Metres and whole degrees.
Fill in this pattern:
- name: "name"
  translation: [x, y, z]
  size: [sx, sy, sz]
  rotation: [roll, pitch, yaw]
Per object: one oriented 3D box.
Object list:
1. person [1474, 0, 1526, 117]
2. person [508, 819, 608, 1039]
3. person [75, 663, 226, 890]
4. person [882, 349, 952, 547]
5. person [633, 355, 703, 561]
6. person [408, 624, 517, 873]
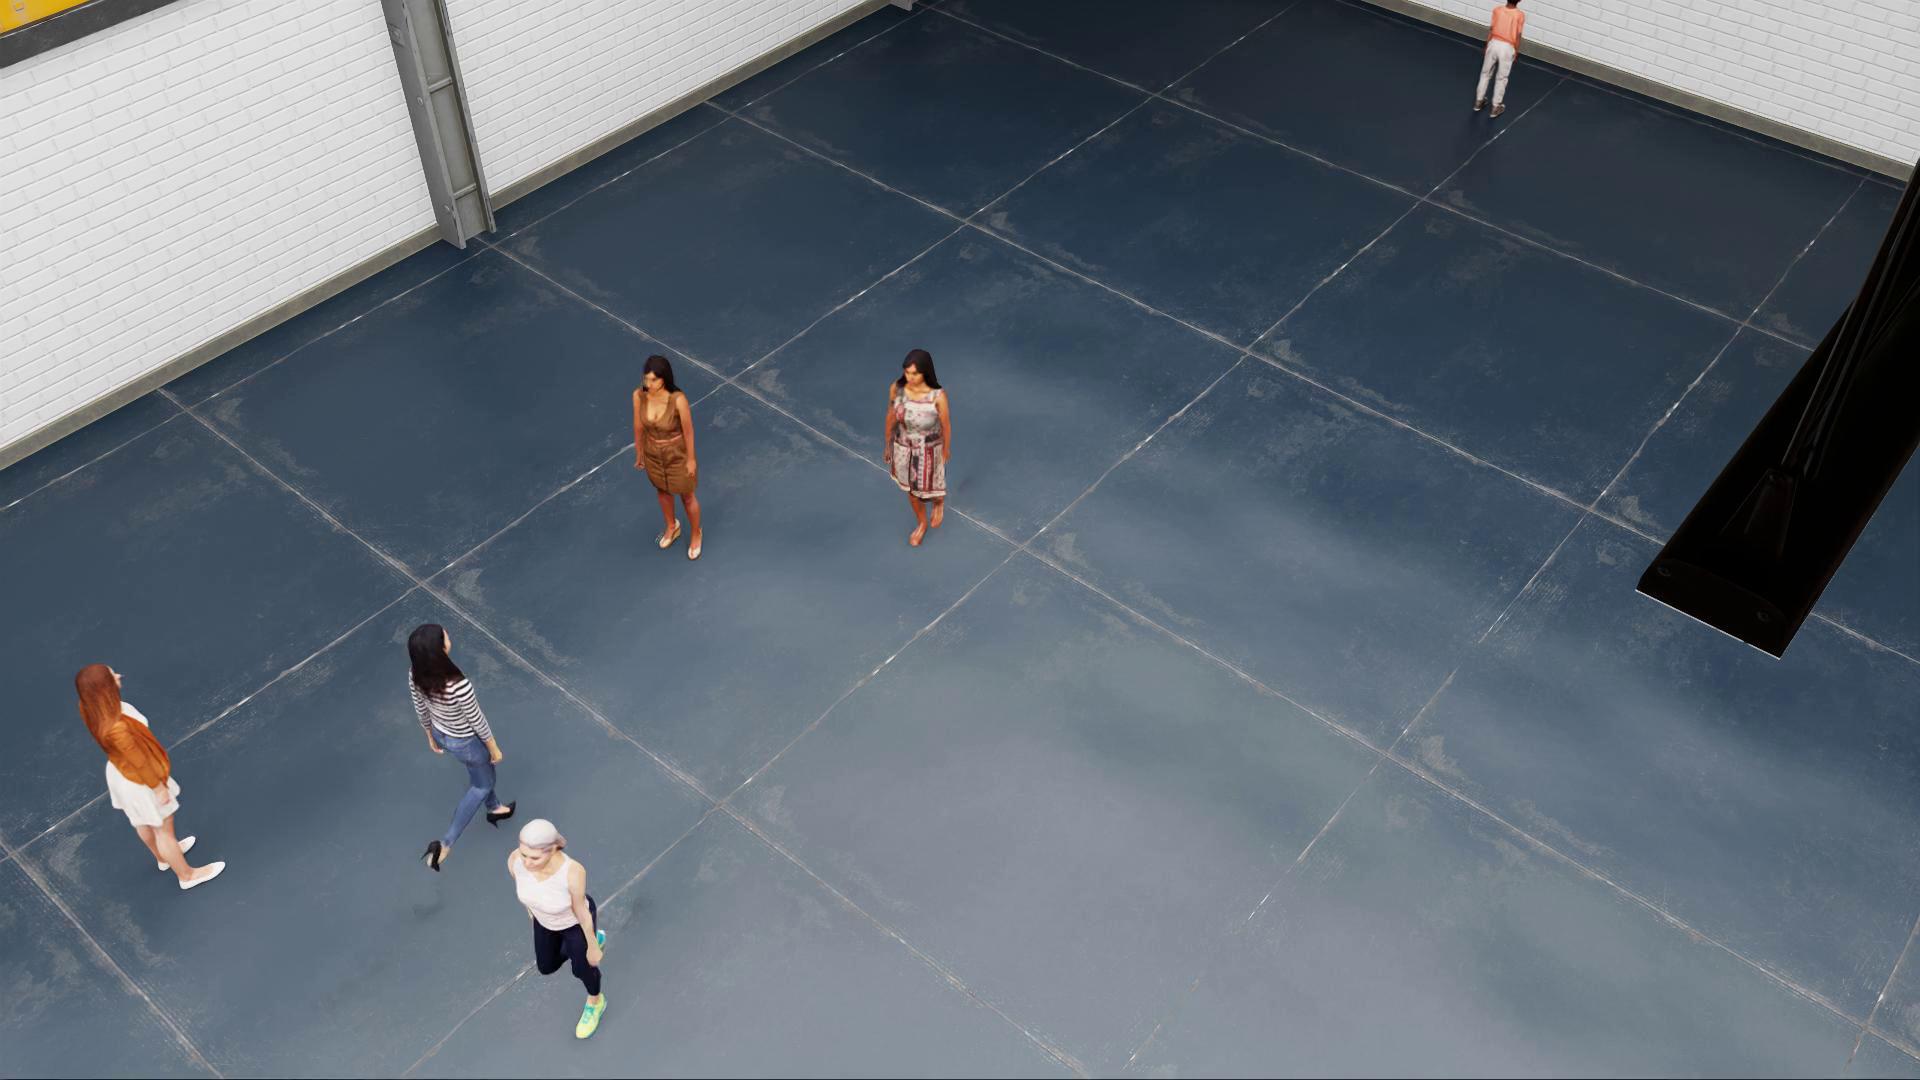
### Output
- name: "person"
  translation: [5.215, -4.735, 16.021]
  size: [0.458, 1.309, 0.468]
  rotation: [30, 51, 27]
- name: "person"
  translation: [-2.028, 1.943, 8.737]
  size: [0.761, 1.688, 0.866]
  rotation: [12, 45, 13]
- name: "person"
  translation: [-4.637, 1.332, 9.354]
  size: [0.593, 1.721, 0.550]
  rotation: [31, 51, 28]
- name: "person"
  translation: [-0.257, -0.687, 11.536]
  size: [0.742, 1.635, 0.777]
  rotation: [16, 46, 16]
- name: "person"
  translation: [-1.992, -0.595, 11.403]
  size: [0.643, 1.686, 0.634]
  rotation: [13, 45, 14]
- name: "person"
  translation: [-2.881, 1.215, 9.439]
  size: [0.728, 1.775, 1.022]
  rotation: [20, 47, 20]
